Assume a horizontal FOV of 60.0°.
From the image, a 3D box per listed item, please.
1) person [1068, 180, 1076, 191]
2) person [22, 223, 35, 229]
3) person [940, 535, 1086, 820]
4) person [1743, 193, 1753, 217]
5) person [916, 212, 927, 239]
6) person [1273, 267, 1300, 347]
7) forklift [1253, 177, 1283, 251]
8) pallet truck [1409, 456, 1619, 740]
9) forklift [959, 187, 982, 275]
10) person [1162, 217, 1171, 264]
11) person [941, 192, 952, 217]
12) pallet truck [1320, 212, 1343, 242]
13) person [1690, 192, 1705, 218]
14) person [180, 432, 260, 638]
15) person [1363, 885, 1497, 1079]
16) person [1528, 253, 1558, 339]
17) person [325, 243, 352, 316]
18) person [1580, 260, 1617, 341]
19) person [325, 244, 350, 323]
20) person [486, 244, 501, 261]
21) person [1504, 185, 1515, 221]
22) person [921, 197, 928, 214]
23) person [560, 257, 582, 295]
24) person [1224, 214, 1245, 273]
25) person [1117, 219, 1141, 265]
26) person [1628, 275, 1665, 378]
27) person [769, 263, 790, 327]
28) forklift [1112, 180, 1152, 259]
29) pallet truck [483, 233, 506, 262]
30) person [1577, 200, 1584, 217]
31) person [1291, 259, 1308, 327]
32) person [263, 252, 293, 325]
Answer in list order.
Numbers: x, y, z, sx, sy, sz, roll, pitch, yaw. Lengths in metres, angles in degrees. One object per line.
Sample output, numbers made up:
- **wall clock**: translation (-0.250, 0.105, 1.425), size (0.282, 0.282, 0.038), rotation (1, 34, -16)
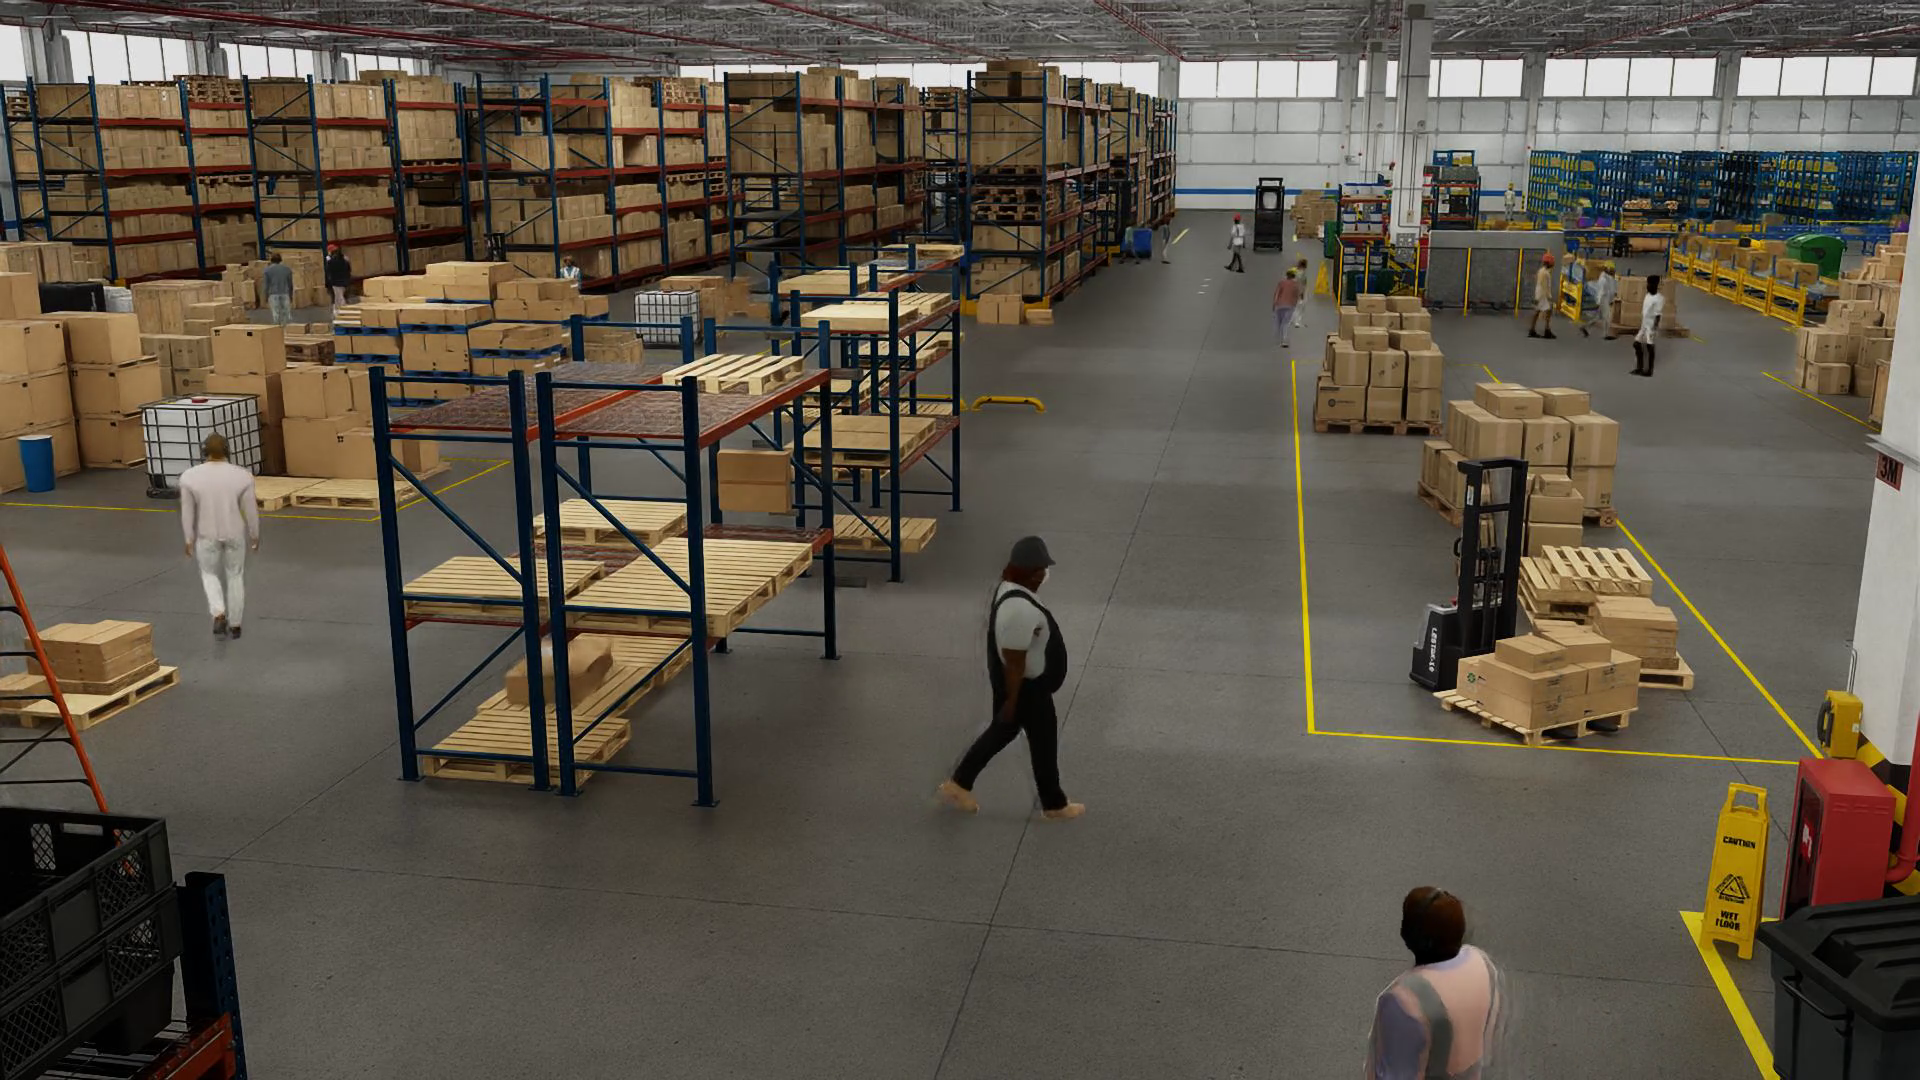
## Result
- **person**: translation (6.023, -18.600, 90.601), size (0.648, 1.957, 0.904), rotation (1, 14, 5)
- **person**: translation (-33.877, -11.150, 60.489), size (0.640, 1.905, 0.410), rotation (9, 16, 32)
- **person**: translation (0.347, 0.911, 11.232), size (0.932, 2.000, 0.686), rotation (-3, 14, -10)
- **person**: translation (38.054, -16.052, 80.249), size (0.545, 1.975, 0.623), rotation (-1, 14, -2)
- **person**: translation (-1.459, -11.215, 61.190), size (0.545, 1.683, 0.439), rotation (-6, 15, -24)
- **person**: translation (7.107, -5.080, 36.247), size (0.562, 1.698, 0.775), rotation (2, 14, 7)
- **forklift**: translation (12.083, -12.747, 64.956), size (1.129, 2.768, 1.873), rotation (3, 14, 10)
- **pallet truck**: translation (4.504, 0.400, 13.395), size (0.823, 1.965, 1.885), rotation (-6, 15, -23)
- **forklift**: translation (0.519, -9.973, 53.694), size (1.129, 2.768, 1.873), rotation (3, 14, 10)
- **person**: translation (7.292, -10.582, 58.730), size (0.285, 1.634, 0.499), rotation (1, 14, 2)
- **person**: translation (-0.745, -18.295, 89.711), size (0.583, 1.806, 0.857), rotation (1, 14, 6)
- **pallet truck**: translation (15.874, -13.227, 70.310), size (0.680, 1.201, 1.601), rotation (10, 17, 35)
- **person**: translation (36.063, -16.203, 81.289), size (1.034, 1.767, 0.648), rotation (6, 15, 21)
- **person**: translation (-6.799, -0.042, 15.339), size (0.663, 1.924, 0.440), rotation (-6, 15, -24)
- **person**: translation (1.837, 2.212, 6.420), size (0.631, 1.819, 0.804), rotation (-13, 19, -42)
- **person**: translation (13.252, -5.494, 37.495), size (0.792, 1.905, 0.551), rotation (6, 15, 23)
- **person**: translation (-15.386, -6.413, 41.243), size (0.587, 1.911, 0.397), rotation (-7, 16, -27)
- **person**: translation (14.404, -5.394, 37.344), size (0.763, 1.803, 0.593), rotation (7, 15, 25)
- **person**: translation (-15.000, -6.161, 40.180), size (1.051, 1.938, 0.622), rotation (7, 15, 25)
- **person**: translation (-14.049, -8.624, 50.396), size (0.447, 1.823, 0.664), rotation (11, 18, 39)
- **person**: translation (28.681, -17.576, 86.717), size (0.588, 1.834, 0.403), rotation (13, 19, 41)
- **person**: translation (-1.850, -15.613, 78.765), size (0.629, 1.828, 0.449), rotation (4, 14, 14)
- **person**: translation (-9.418, -6.040, 40.299), size (0.522, 1.631, 0.324), rotation (0, 14, 1)
- **person**: translation (9.103, -9.829, 55.135), size (0.574, 1.891, 0.949), rotation (-12, 19, -41)
- **person**: translation (5.964, -10.453, 58.321), size (0.884, 1.584, 0.520), rotation (5, 15, 21)
- **person**: translation (12.992, -4.042, 31.507), size (0.560, 1.952, 0.646), rotation (-1, 14, -5)
- **person**: translation (-4.096, -5.414, 37.631), size (0.378, 1.684, 0.551), rotation (9, 17, 33)
- **forklift**: translation (6.082, -11.722, 60.796), size (1.873, 2.768, 1.129), rotation (2, 14, 9)
- **pallet truck**: translation (-11.832, -7.026, 43.548), size (1.885, 1.965, 0.823), rotation (8, 16, 28)
- **person**: translation (26.469, -13.707, 71.236), size (0.907, 1.727, 0.518), rotation (3, 14, 13)
- **person**: translation (8.119, -5.883, 39.659), size (0.383, 1.625, 0.527), rotation (3, 14, 14)
- **person**: translation (-15.396, -5.535, 37.630), size (0.628, 1.934, 0.366), rotation (-10, 17, -35)
